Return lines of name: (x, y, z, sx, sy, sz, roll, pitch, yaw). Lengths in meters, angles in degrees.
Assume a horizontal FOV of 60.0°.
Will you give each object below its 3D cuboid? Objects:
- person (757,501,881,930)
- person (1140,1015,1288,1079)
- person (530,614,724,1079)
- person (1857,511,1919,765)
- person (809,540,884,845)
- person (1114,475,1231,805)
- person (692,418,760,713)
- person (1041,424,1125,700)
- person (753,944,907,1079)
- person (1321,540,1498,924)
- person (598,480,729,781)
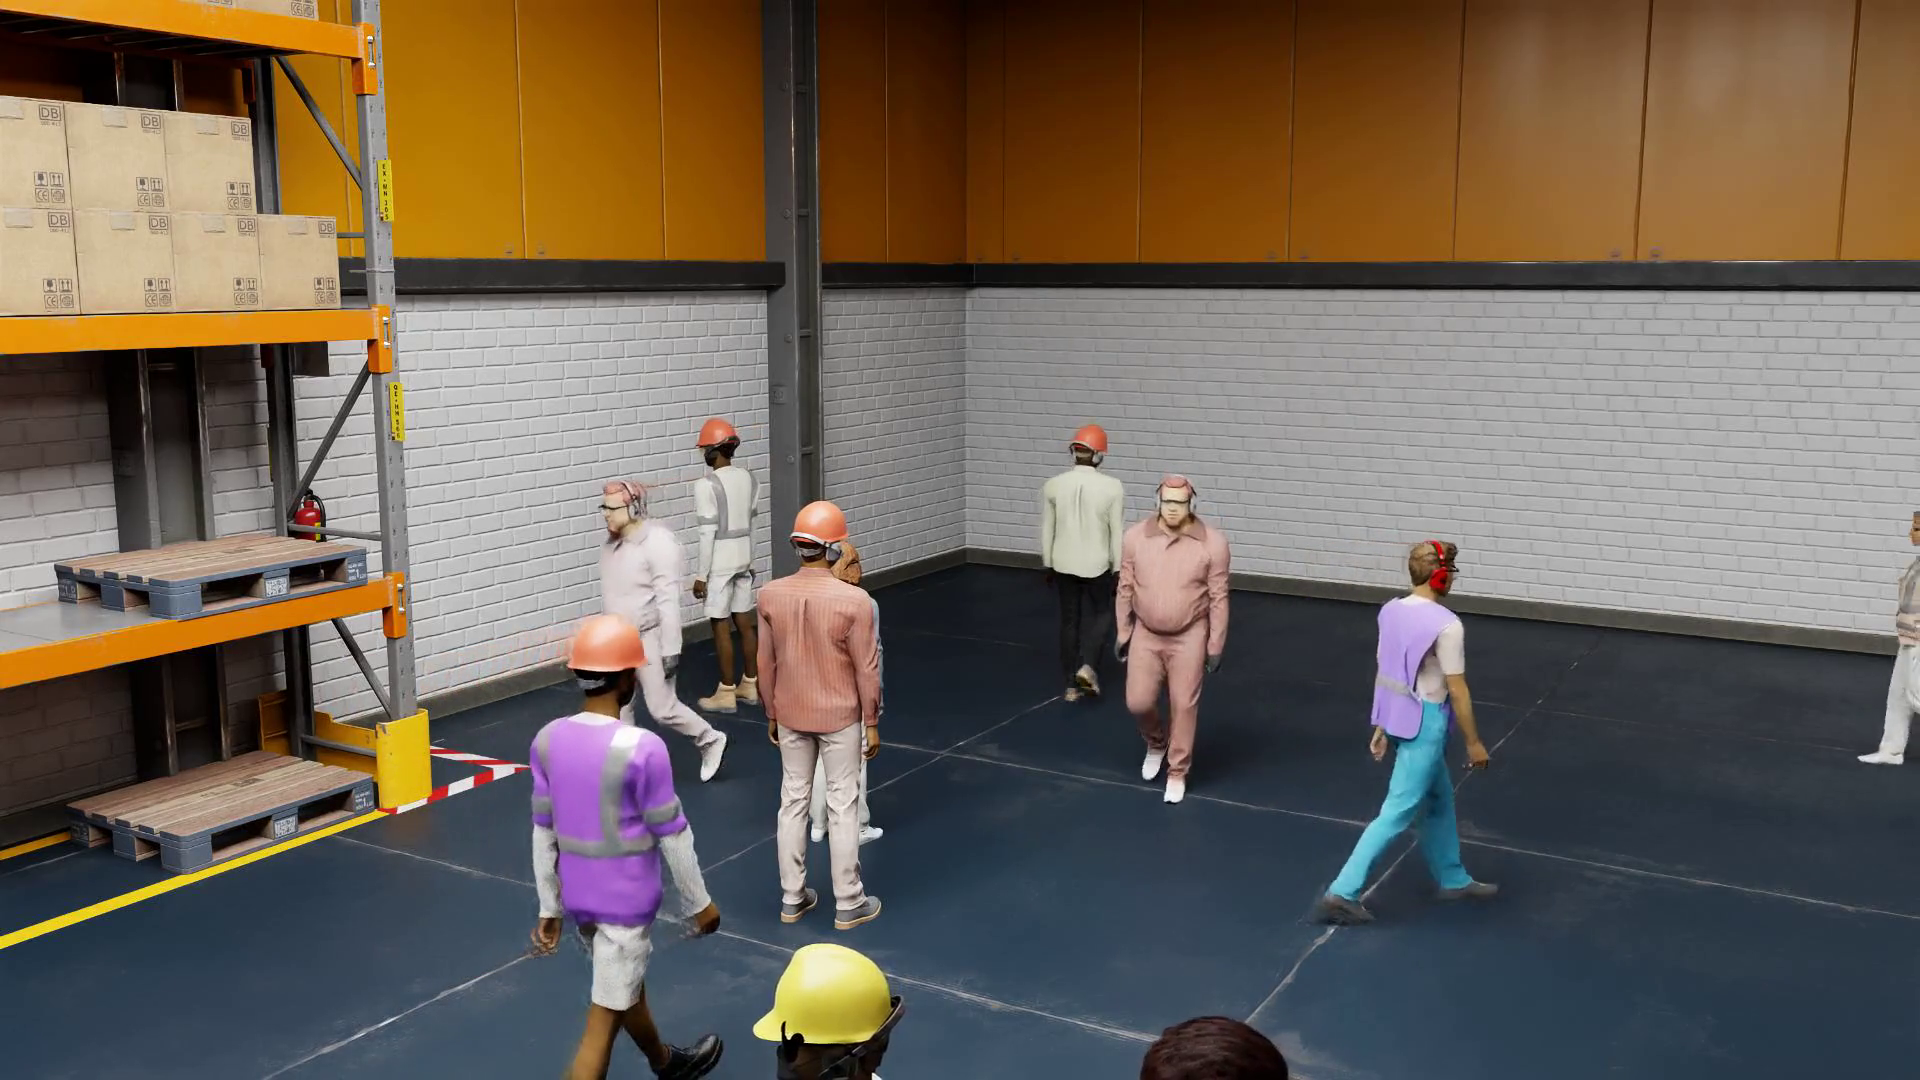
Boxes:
person: (-0.642, 0.810, 7.707, 0.611, 1.995, 0.380, 4, 10, 21)
person: (0.350, 1.664, 2.614, 0.391, 1.920, 0.593, -1, 9, -6)
person: (-1.112, 1.186, 5.680, 0.558, 1.889, 0.948, 7, 11, 37)
person: (5.900, 0.619, 10.068, 0.644, 1.622, 0.520, 4, 10, 25)
person: (-0.640, 0.808, 8.843, 0.508, 1.632, 0.265, 3, 10, 20)
person: (1.212, 0.560, 9.574, 0.672, 1.892, 0.454, 3, 10, 19)
person: (-1.650, 0.174, 11.537, 0.396, 2.038, 0.614, 5, 11, 31)
person: (0.865, 0.172, 11.754, 0.625, 1.974, 0.494, 3, 10, 19)
person: (-0.231, 1.638, 3.254, 0.319, 1.767, 0.534, -1, 9, -7)
person: (2.128, 0.890, 7.813, 0.967, 1.807, 0.564, -2, 9, -12)
person: (-1.761, 0.564, 9.603, 0.659, 1.881, 0.766, 8, 12, 40)
